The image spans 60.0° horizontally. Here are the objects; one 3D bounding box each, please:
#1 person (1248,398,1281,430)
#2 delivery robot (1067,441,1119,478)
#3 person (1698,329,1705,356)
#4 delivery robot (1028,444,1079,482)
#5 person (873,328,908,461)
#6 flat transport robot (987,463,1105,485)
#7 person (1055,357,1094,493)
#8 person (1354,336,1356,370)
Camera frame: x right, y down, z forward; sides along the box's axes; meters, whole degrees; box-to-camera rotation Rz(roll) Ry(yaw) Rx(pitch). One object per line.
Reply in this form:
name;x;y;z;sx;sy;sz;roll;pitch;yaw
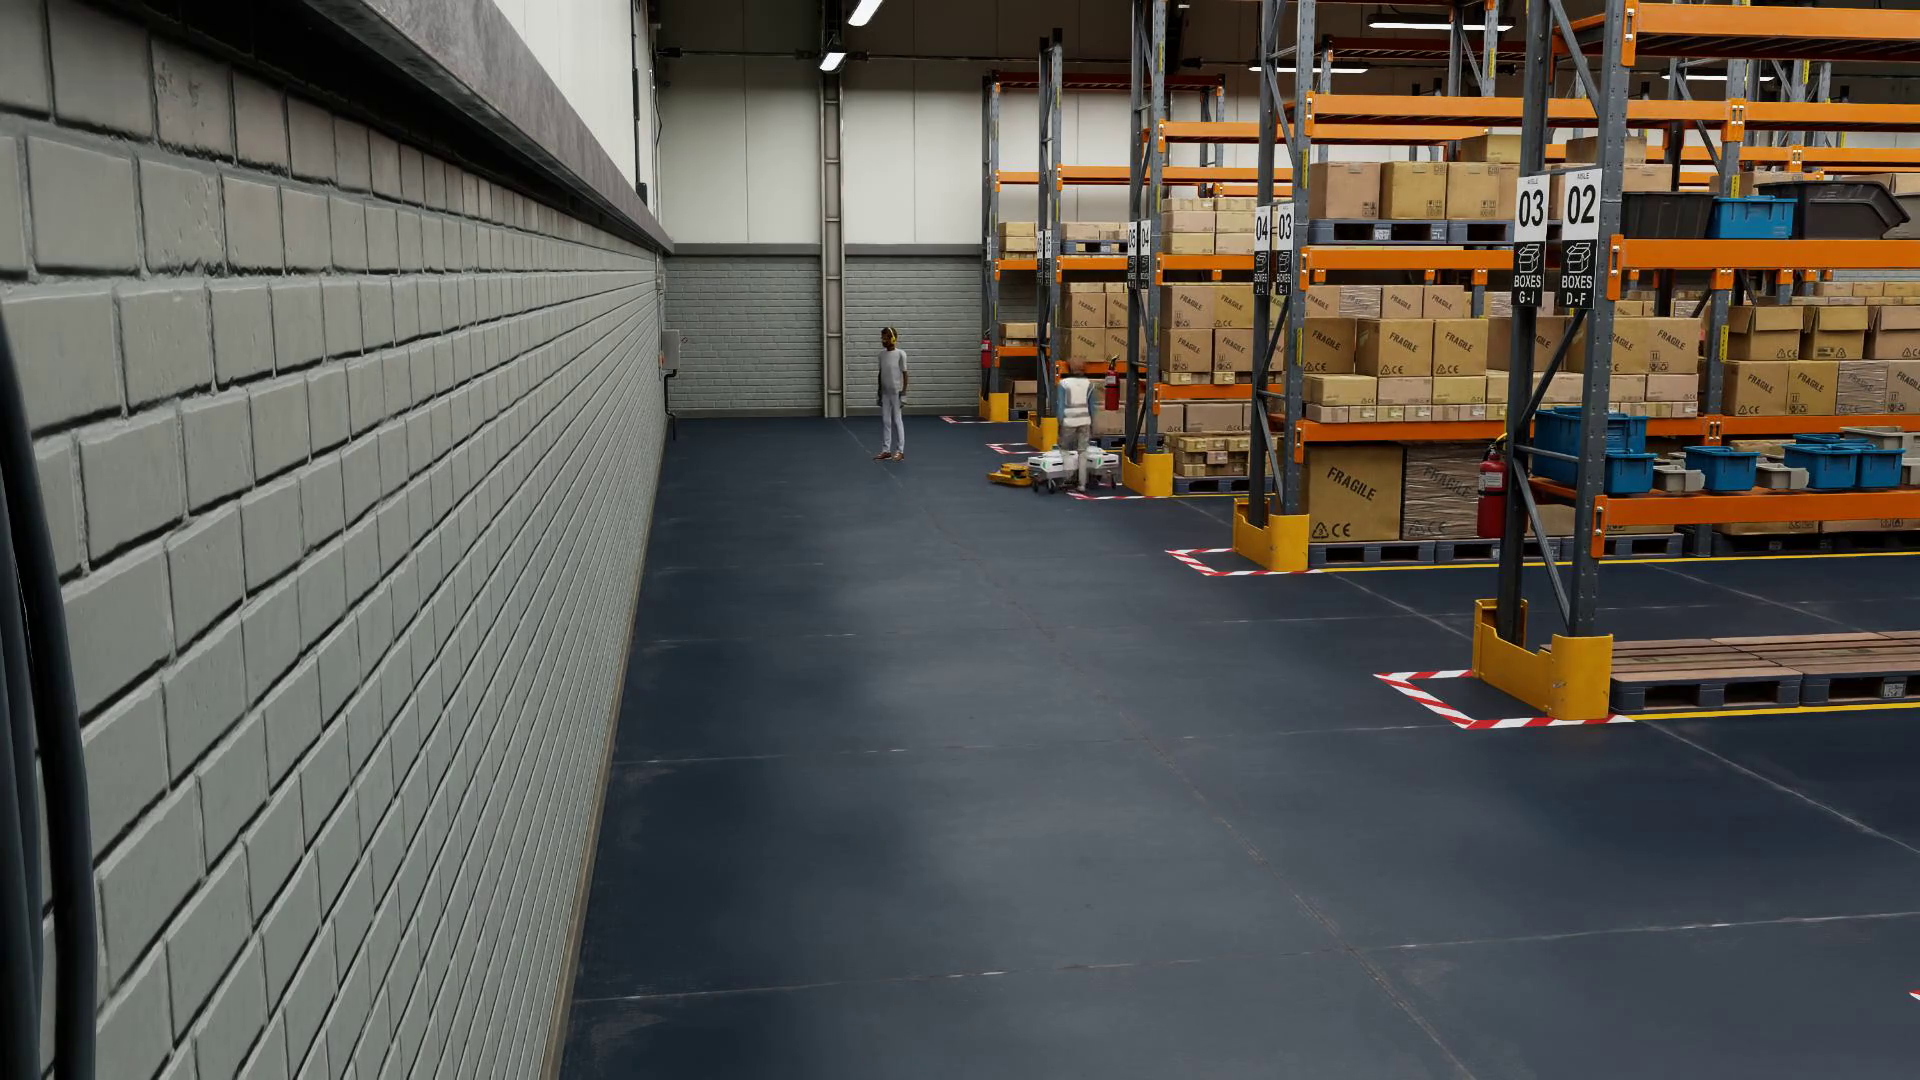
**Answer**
person;3.957;-1.775;21.483;0.514;1.918;0.558;-2;9;-11
delivery robot;1.628;-0.969;20.404;0.477;0.478;0.707;-6;11;-32
person;8.486;-1.465;19.222;0.454;2.023;0.620;-1;9;-5
delivery robot;1.159;-0.909;20.035;0.707;0.478;0.477;-7;12;-38
person;-0.958;-2.028;23.208;0.512;1.864;0.330;7;12;37
flat transport robot;1.114;-0.865;20.928;1.431;0.197;0.652;-6;11;-32
person;1.358;-1.390;20.013;0.527;1.618;0.665;-3;10;-18
person;4.105;-1.133;17.302;0.391;1.987;0.608;-6;11;-31
